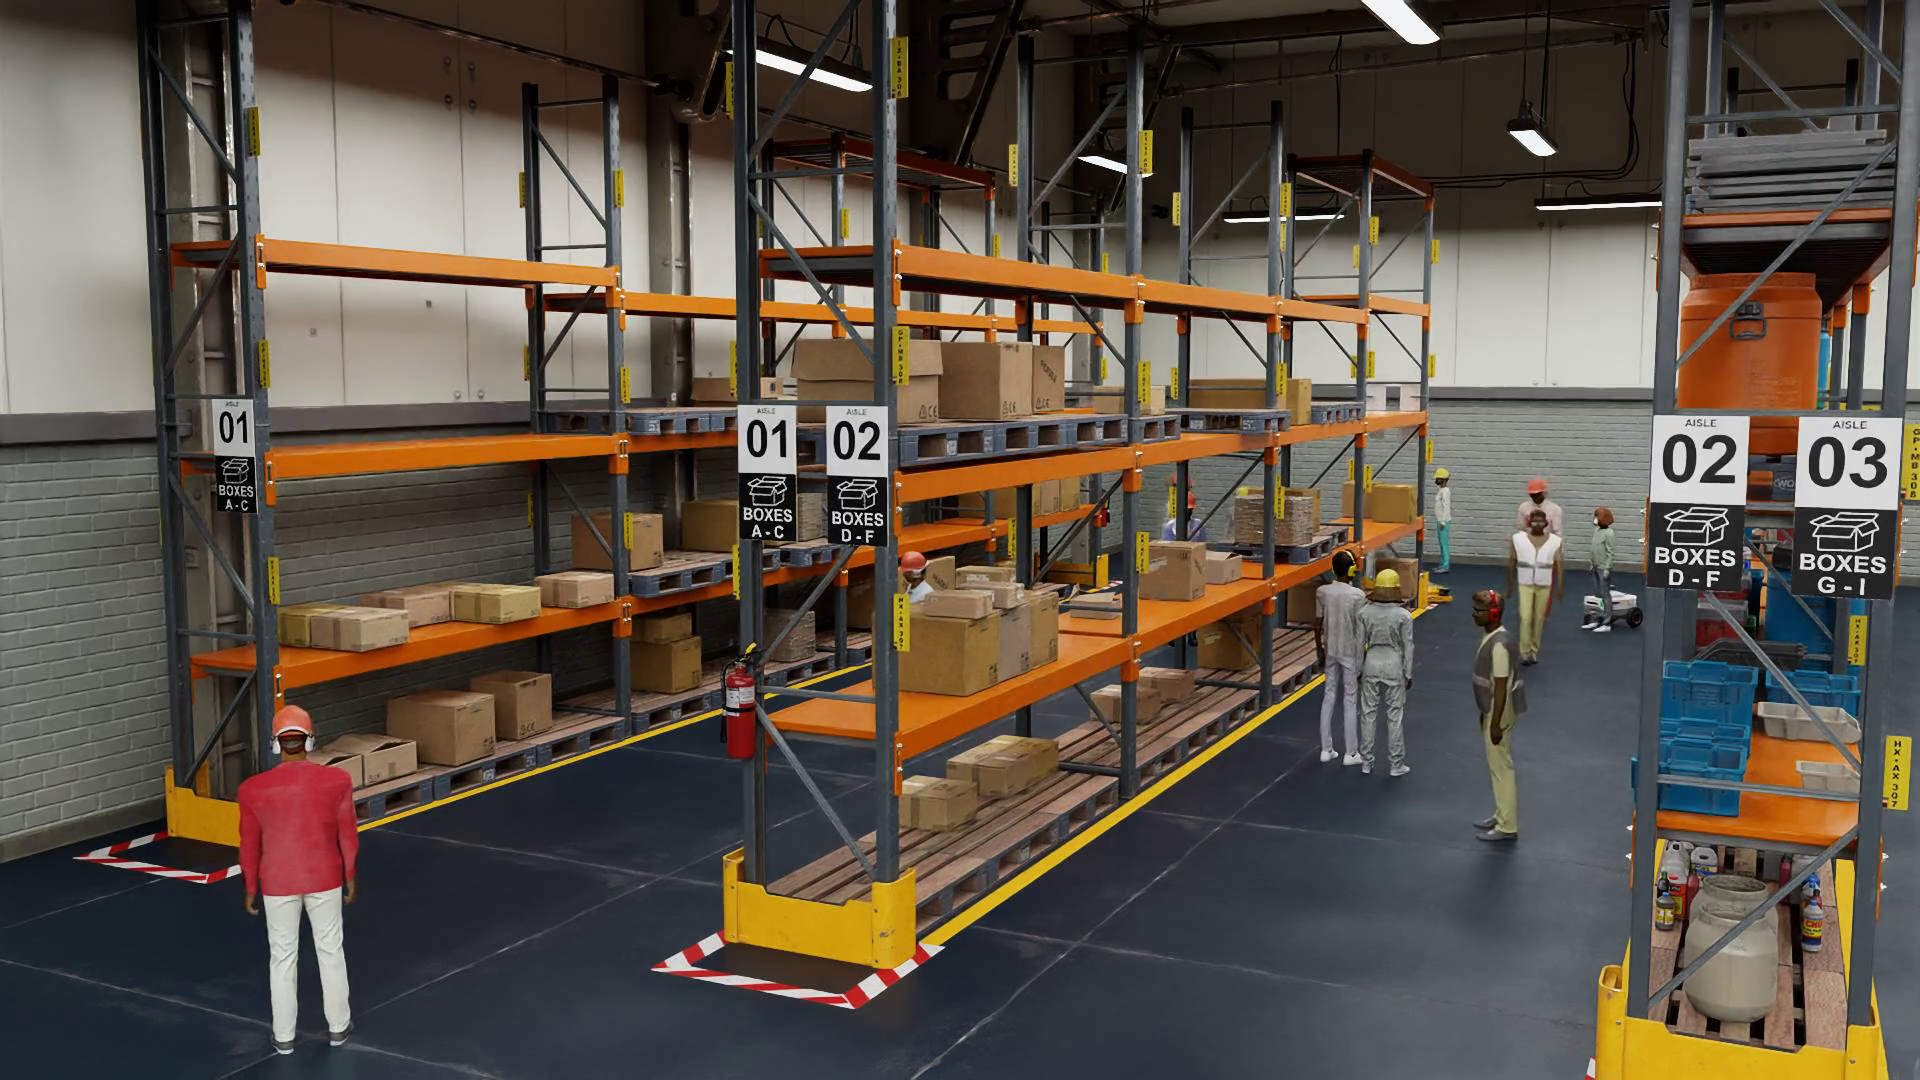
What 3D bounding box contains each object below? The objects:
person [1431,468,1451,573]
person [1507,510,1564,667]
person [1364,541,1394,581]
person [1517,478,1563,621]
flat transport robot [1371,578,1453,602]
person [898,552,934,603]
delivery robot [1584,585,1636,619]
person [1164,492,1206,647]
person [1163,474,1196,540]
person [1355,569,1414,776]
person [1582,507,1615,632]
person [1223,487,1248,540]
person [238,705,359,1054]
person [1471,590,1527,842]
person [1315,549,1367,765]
[{"bbox_3d":[8.072,-0.321,27.936,0.336,1.761,0.547,1,6,9],"label":"person"},{"bbox_3d":[6.623,0.563,19.109,0.599,1.803,0.909,1,6,13],"label":"person"},{"bbox_3d":[6.572,-0.059,26.077,0.744,1.600,0.543,-5,8,-39],"label":"person"},{"bbox_3d":[7.820,0.139,22.482,0.650,1.957,0.689,4,7,33],"label":"person"},{"bbox_3d":[6.719,0.735,24.851,0.652,0.197,1.431,-1,6,-11],"label":"flat transport robot"},{"bbox_3d":[-0.412,0.971,15.470,0.339,1.741,0.563,-2,6,-22],"label":"person"},{"bbox_3d":[8.602,0.841,22.005,0.707,0.478,0.477,-3,7,-28],"label":"delivery robot"},{"bbox_3d":[2.782,0.365,20.506,0.540,1.929,0.395,-1,6,-12],"label":"person"},{"bbox_3d":[2.991,0.095,22.802,0.445,1.999,0.755,2,6,16],"label":"person"},{"bbox_3d":[3.595,1.115,14.086,0.491,1.741,0.323,3,7,29],"label":"person"},{"bbox_3d":[8.366,0.383,21.715,0.286,1.636,0.497,0,6,-4],"label":"person"},{"bbox_3d":[4.106,0.075,24.436,0.487,1.689,0.910,4,7,36],"label":"person"},{"bbox_3d":[-3.324,1.698,8.392,0.560,1.743,0.339,-2,6,-22],"label":"person"},{"bbox_3d":[3.921,1.274,12.145,0.408,1.831,0.573,1,6,13],"label":"person"},{"bbox_3d":[3.323,1.013,14.451,0.519,1.874,0.326,5,8,43],"label":"person"}]
